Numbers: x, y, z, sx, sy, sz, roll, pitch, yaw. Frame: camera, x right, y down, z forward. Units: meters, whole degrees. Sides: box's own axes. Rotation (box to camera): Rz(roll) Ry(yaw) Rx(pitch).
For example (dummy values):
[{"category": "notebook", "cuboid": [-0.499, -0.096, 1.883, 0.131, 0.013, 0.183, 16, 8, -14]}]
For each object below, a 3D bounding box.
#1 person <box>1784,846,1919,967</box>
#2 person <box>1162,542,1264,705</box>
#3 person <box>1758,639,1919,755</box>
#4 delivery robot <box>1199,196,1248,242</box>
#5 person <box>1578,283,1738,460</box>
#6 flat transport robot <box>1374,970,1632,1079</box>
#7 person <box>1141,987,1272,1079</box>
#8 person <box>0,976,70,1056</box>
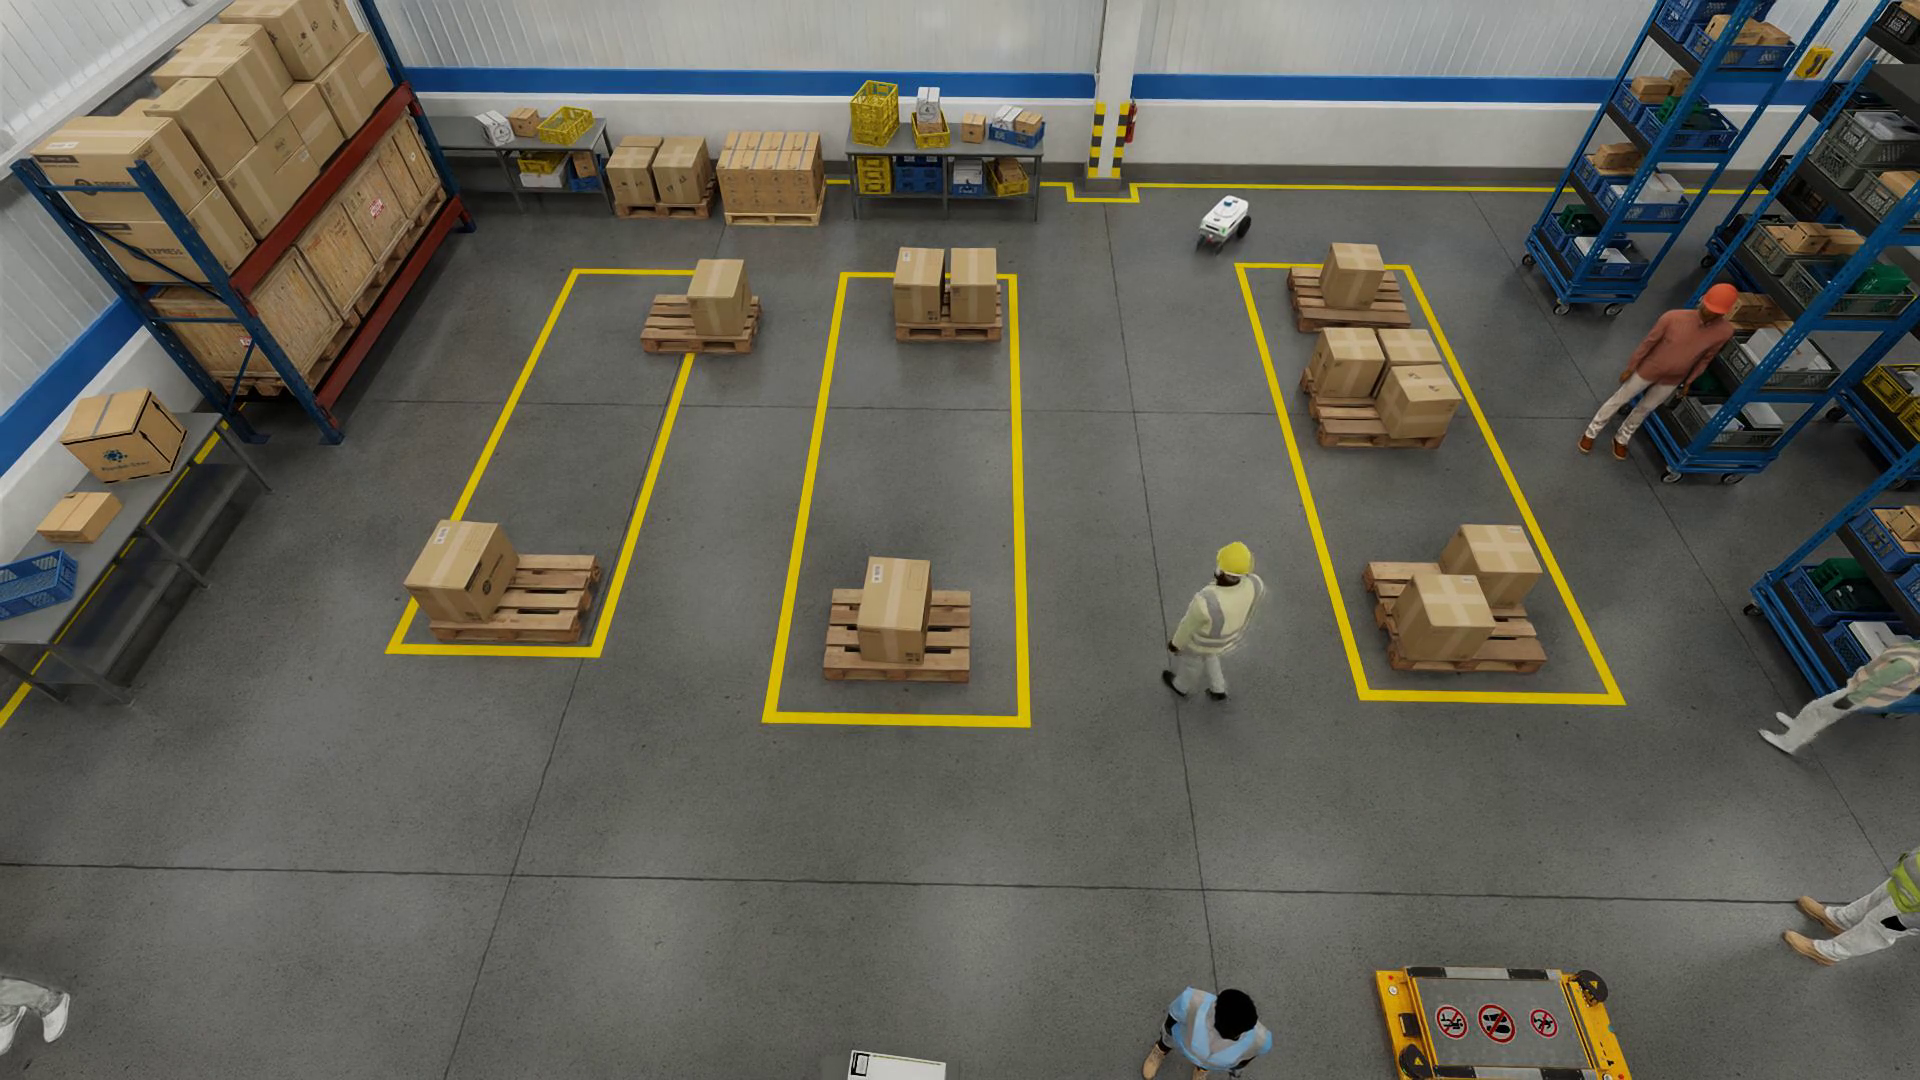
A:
[{"category": "person", "cuboid": [5.958, 2.186, 5.680, 0.627, 1.845, 0.429, -37, 60, -26]}, {"category": "person", "cuboid": [1.903, 0.704, 6.903, 0.606, 1.812, 0.474, -26, 55, -20]}, {"category": "person", "cuboid": [6.650, 1.072, 6.723, 0.555, 1.629, 0.372, -20, 54, -16]}, {"category": "delivery robot", "cuboid": [3.327, -4.058, 11.536, 0.477, 0.478, 0.707, 30, 57, 22]}, {"category": "person", "cuboid": [6.613, -1.566, 8.641, 0.613, 1.995, 0.390, 17, 53, 13]}, {"category": "flat transport robot", "cuboid": [3.501, 3.133, 5.914, 1.431, 0.197, 0.652, 1, 51, 1]}, {"category": "person", "cuboid": [1.395, 2.863, 5.220, 0.535, 1.697, 0.318, 20, 54, 16]}, {"category": "person", "cuboid": [-6.114, 2.574, 5.323, 0.583, 1.911, 0.394, -12, 52, -9]}]
